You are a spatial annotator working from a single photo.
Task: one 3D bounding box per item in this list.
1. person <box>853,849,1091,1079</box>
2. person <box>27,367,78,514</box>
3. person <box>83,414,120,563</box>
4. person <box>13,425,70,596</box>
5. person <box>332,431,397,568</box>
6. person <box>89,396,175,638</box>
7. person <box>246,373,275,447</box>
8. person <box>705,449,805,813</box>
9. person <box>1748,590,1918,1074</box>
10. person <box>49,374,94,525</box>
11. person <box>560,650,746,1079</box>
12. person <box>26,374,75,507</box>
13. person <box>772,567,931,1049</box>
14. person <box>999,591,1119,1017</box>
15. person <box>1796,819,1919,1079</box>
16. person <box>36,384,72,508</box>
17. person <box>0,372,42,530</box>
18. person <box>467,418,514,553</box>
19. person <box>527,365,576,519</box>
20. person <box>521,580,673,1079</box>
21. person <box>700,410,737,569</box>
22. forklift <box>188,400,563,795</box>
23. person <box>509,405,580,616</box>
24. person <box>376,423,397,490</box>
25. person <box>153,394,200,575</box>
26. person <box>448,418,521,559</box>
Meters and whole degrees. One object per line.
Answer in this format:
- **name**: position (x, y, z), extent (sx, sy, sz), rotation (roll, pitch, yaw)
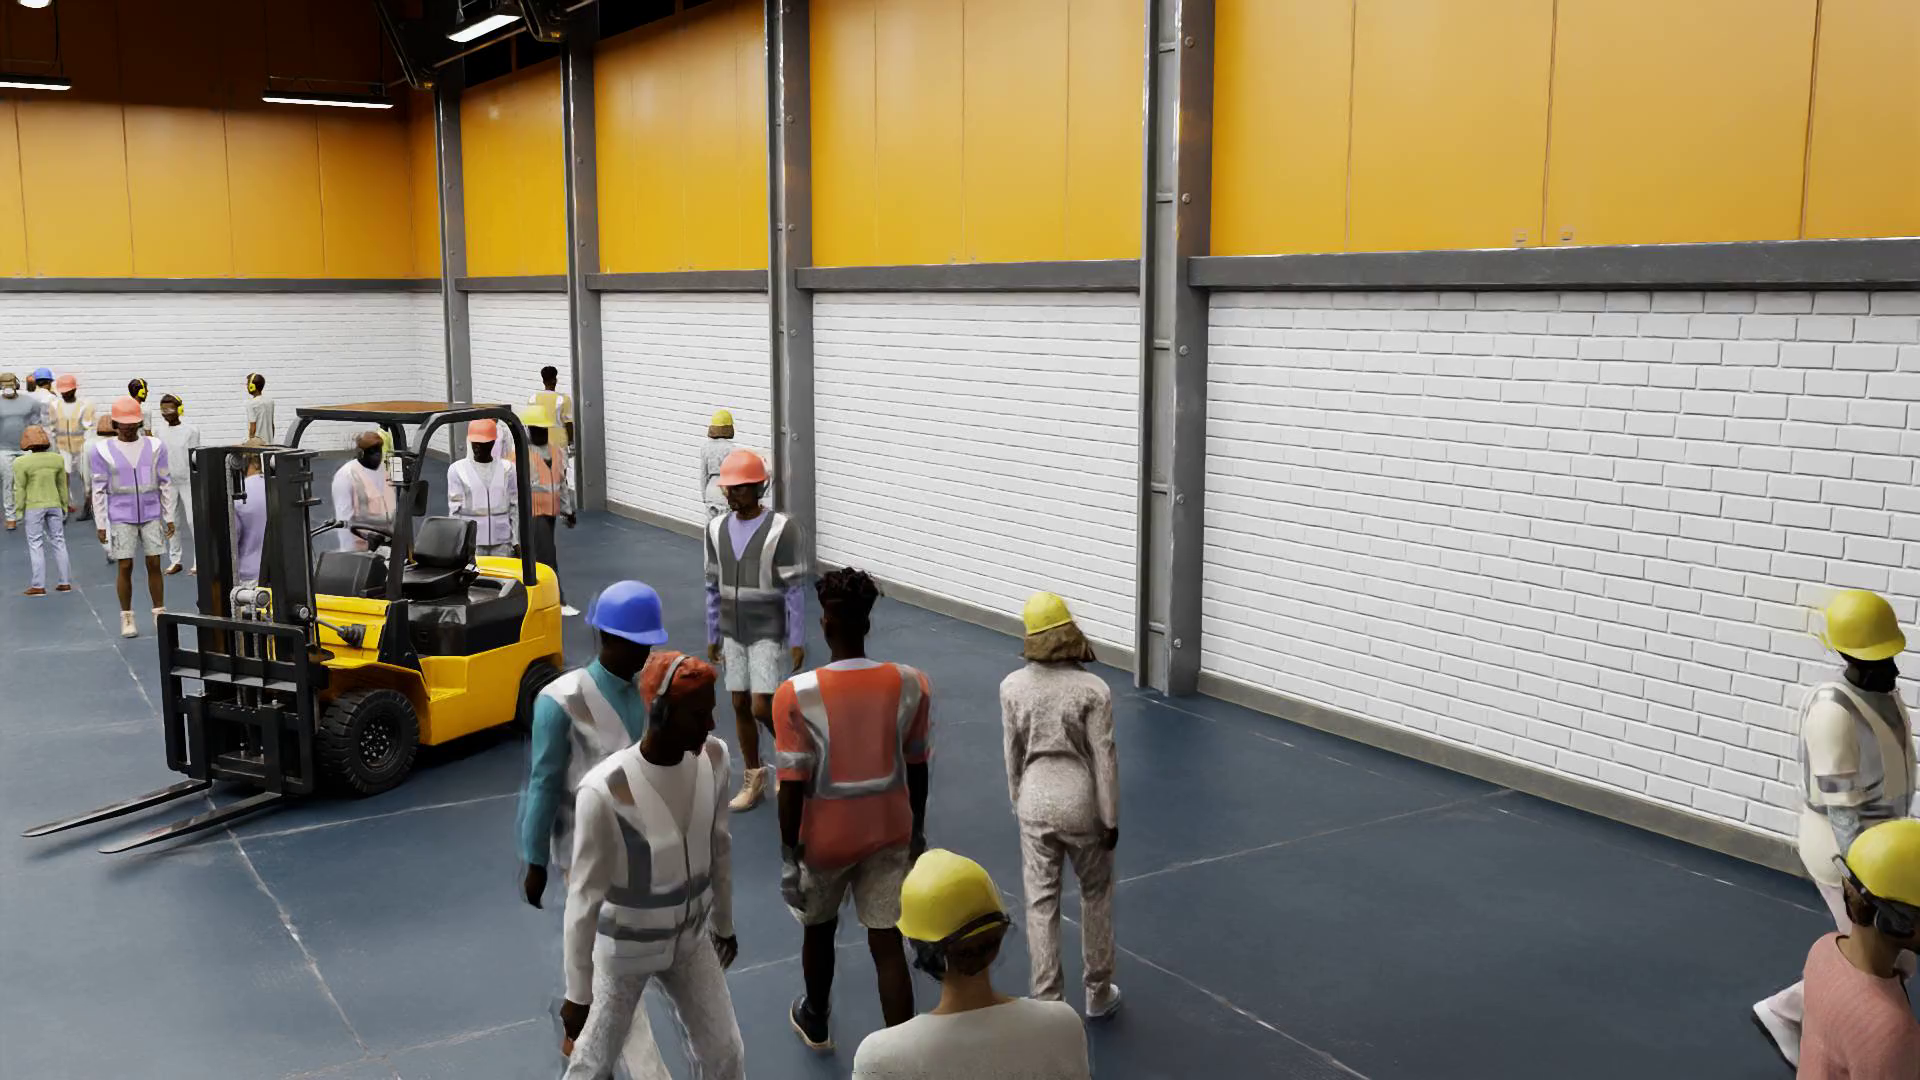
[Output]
- **person**: position (0.071, 1.519, 3.429), extent (0.539, 1.729, 0.773), rotation (-4, 9, -24)
- **person**: position (-11.913, -1.288, 21.692), extent (0.634, 1.928, 0.423), rotation (4, 9, 23)
- **person**: position (-9.135, -0.561, 17.882), extent (0.495, 1.595, 0.830), rotation (-4, 9, -27)
- **person**: position (-8.775, -0.283, 15.903), extent (0.271, 1.627, 0.501), rotation (5, 10, 31)
- **person**: position (-4.858, -0.007, 13.562), extent (0.993, 1.783, 0.644), rotation (4, 10, 28)
- **person**: position (-6.908, -0.191, 13.936), extent (0.613, 2.033, 0.412), rotation (-7, 11, -38)
- **person**: position (-8.921, -1.191, 21.191), extent (0.329, 1.876, 0.508), rotation (2, 9, 12)
- **person**: position (-1.150, 0.505, 9.217), extent (0.633, 2.030, 0.470), rotation (4, 9, 26)
- **person**: position (3.097, 1.096, 5.718), extent (0.616, 1.890, 0.604), rotation (-8, 11, -42)
- **person**: position (-11.075, -1.125, 20.717), extent (0.555, 1.879, 0.959), rotation (-1, 9, -8)
- **person**: position (-0.880, 1.232, 4.978), extent (0.928, 1.825, 0.684), rotation (6, 11, 37)
- **person**: position (-12.300, -1.313, 22.280), extent (0.780, 1.838, 0.627), rotation (-3, 9, -19)
- **person**: position (-0.378, 1.044, 5.989), extent (0.626, 1.923, 1.019), rotation (-3, 9, -22)
- **person**: position (0.389, 1.061, 6.566), extent (0.516, 1.706, 0.553), rotation (3, 9, 22)
- **person**: position (1.994, 1.466, 3.681), extent (0.344, 1.758, 0.532), rotation (2, 9, 14)
- **person**: position (-12.050, -1.241, 22.042), extent (0.435, 1.723, 0.518), rotation (-1, 8, -5)
- **person**: position (-11.512, -1.077, 20.262), extent (0.636, 1.928, 0.386), rotation (-5, 10, -31)
- **person**: position (-5.161, -0.651, 18.338), extent (0.523, 1.639, 0.309), rotation (-2, 9, -16)
- **person**: position (-5.209, -1.247, 21.259), extent (0.607, 1.966, 0.367), rotation (1, 9, 7)
- **person**: position (-1.138, 1.083, 5.808), extent (1.013, 1.885, 0.621), rotation (7, 11, 39)
- **person**: position (-2.334, -0.410, 16.360), extent (0.487, 1.744, 0.312), rotation (6, 11, 36)
- **forklift**: position (-3.529, 0.258, 10.348), extent (1.214, 2.155, 2.313), rotation (4, 9, 25)
- **person**: position (-3.818, -0.280, 14.977), extent (0.913, 1.897, 0.585), rotation (4, 9, 25)
- **person**: position (-6.229, -0.643, 18.091), extent (0.315, 1.696, 0.541), rotation (-2, 9, -16)
- **person**: position (-7.982, -0.561, 17.001), extent (0.505, 1.864, 0.331), rotation (1, 8, 5)
- **person**: position (-3.701, -0.007, 13.010), extent (0.548, 1.934, 0.376), rotation (-5, 10, -29)
